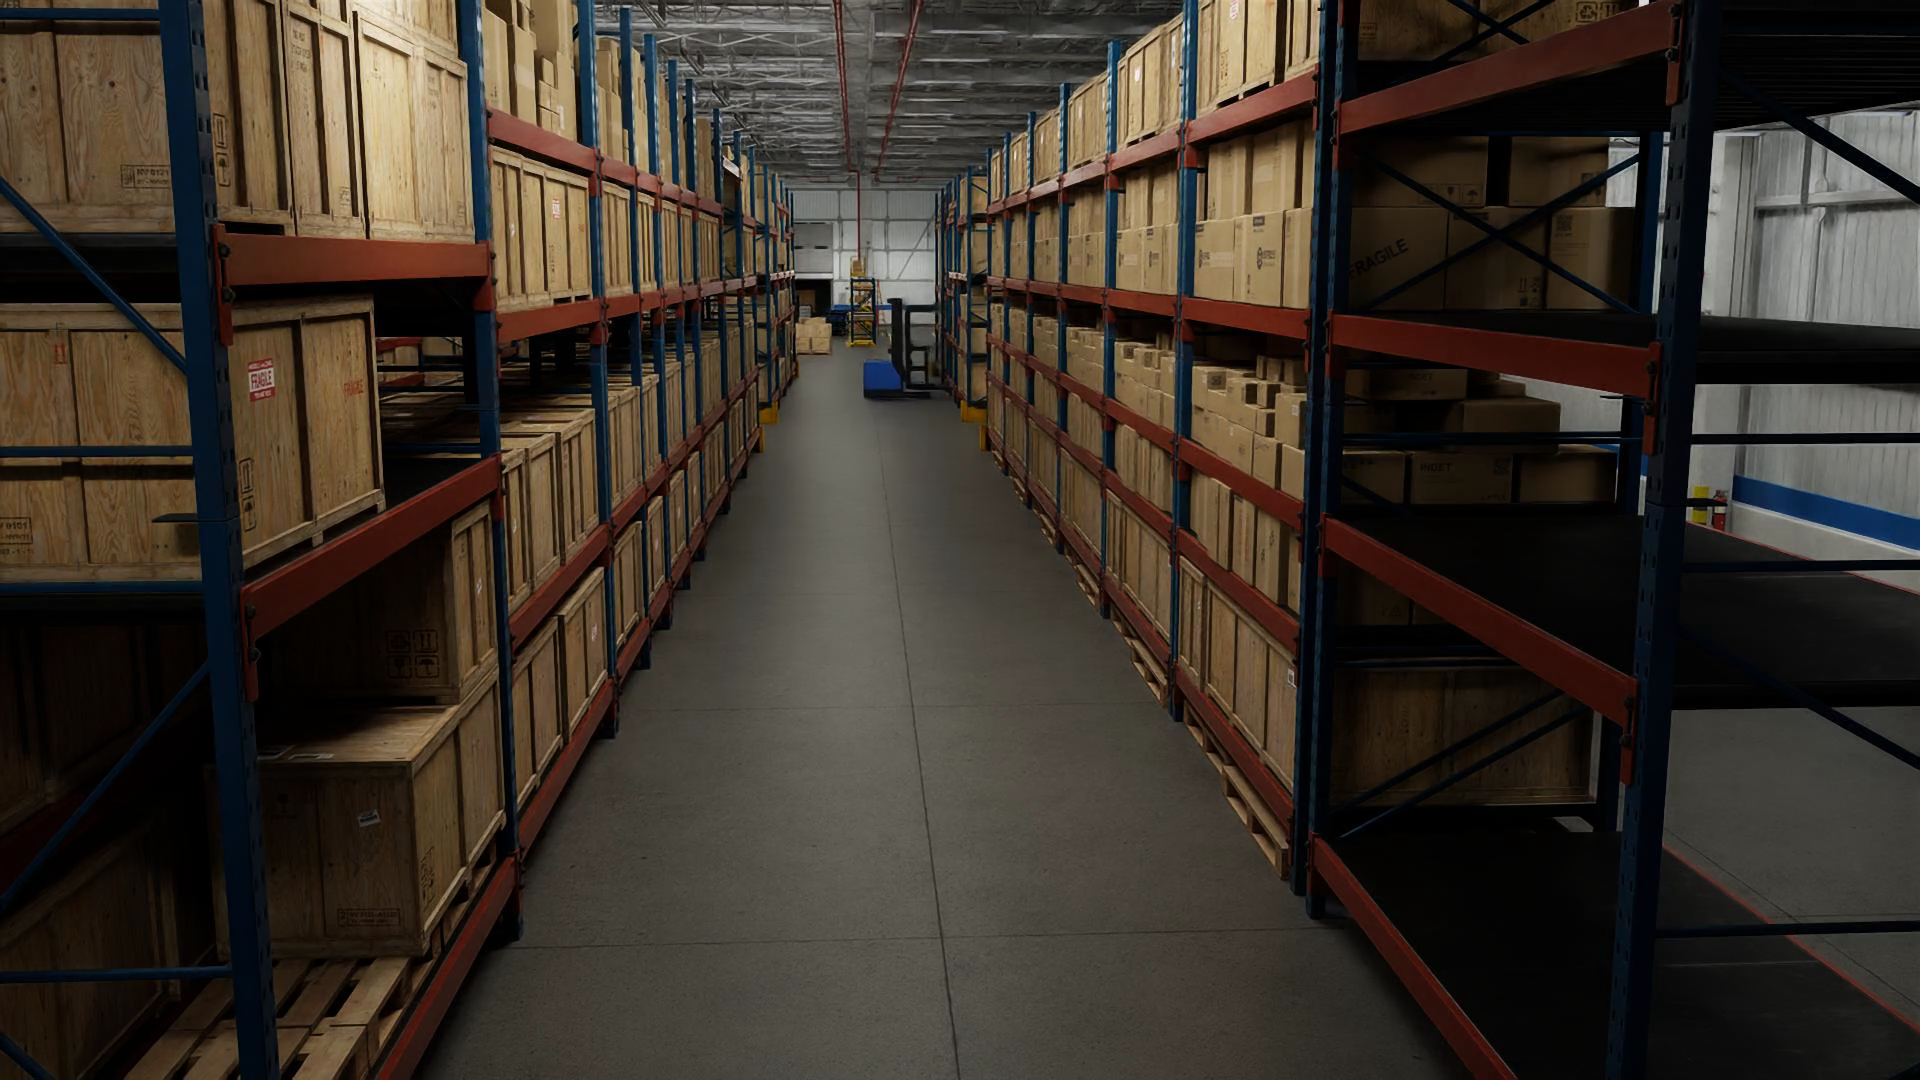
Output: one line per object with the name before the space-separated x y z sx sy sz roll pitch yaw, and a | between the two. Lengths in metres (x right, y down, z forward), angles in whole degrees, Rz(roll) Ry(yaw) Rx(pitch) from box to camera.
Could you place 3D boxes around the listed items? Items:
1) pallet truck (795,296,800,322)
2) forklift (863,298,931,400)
pallet truck | -8.622 -12.439 91.403 1.885 1.965 0.823 2 10 13
forklift | -1.779 -5.350 46.424 1.873 2.768 1.129 -1 10 -3
